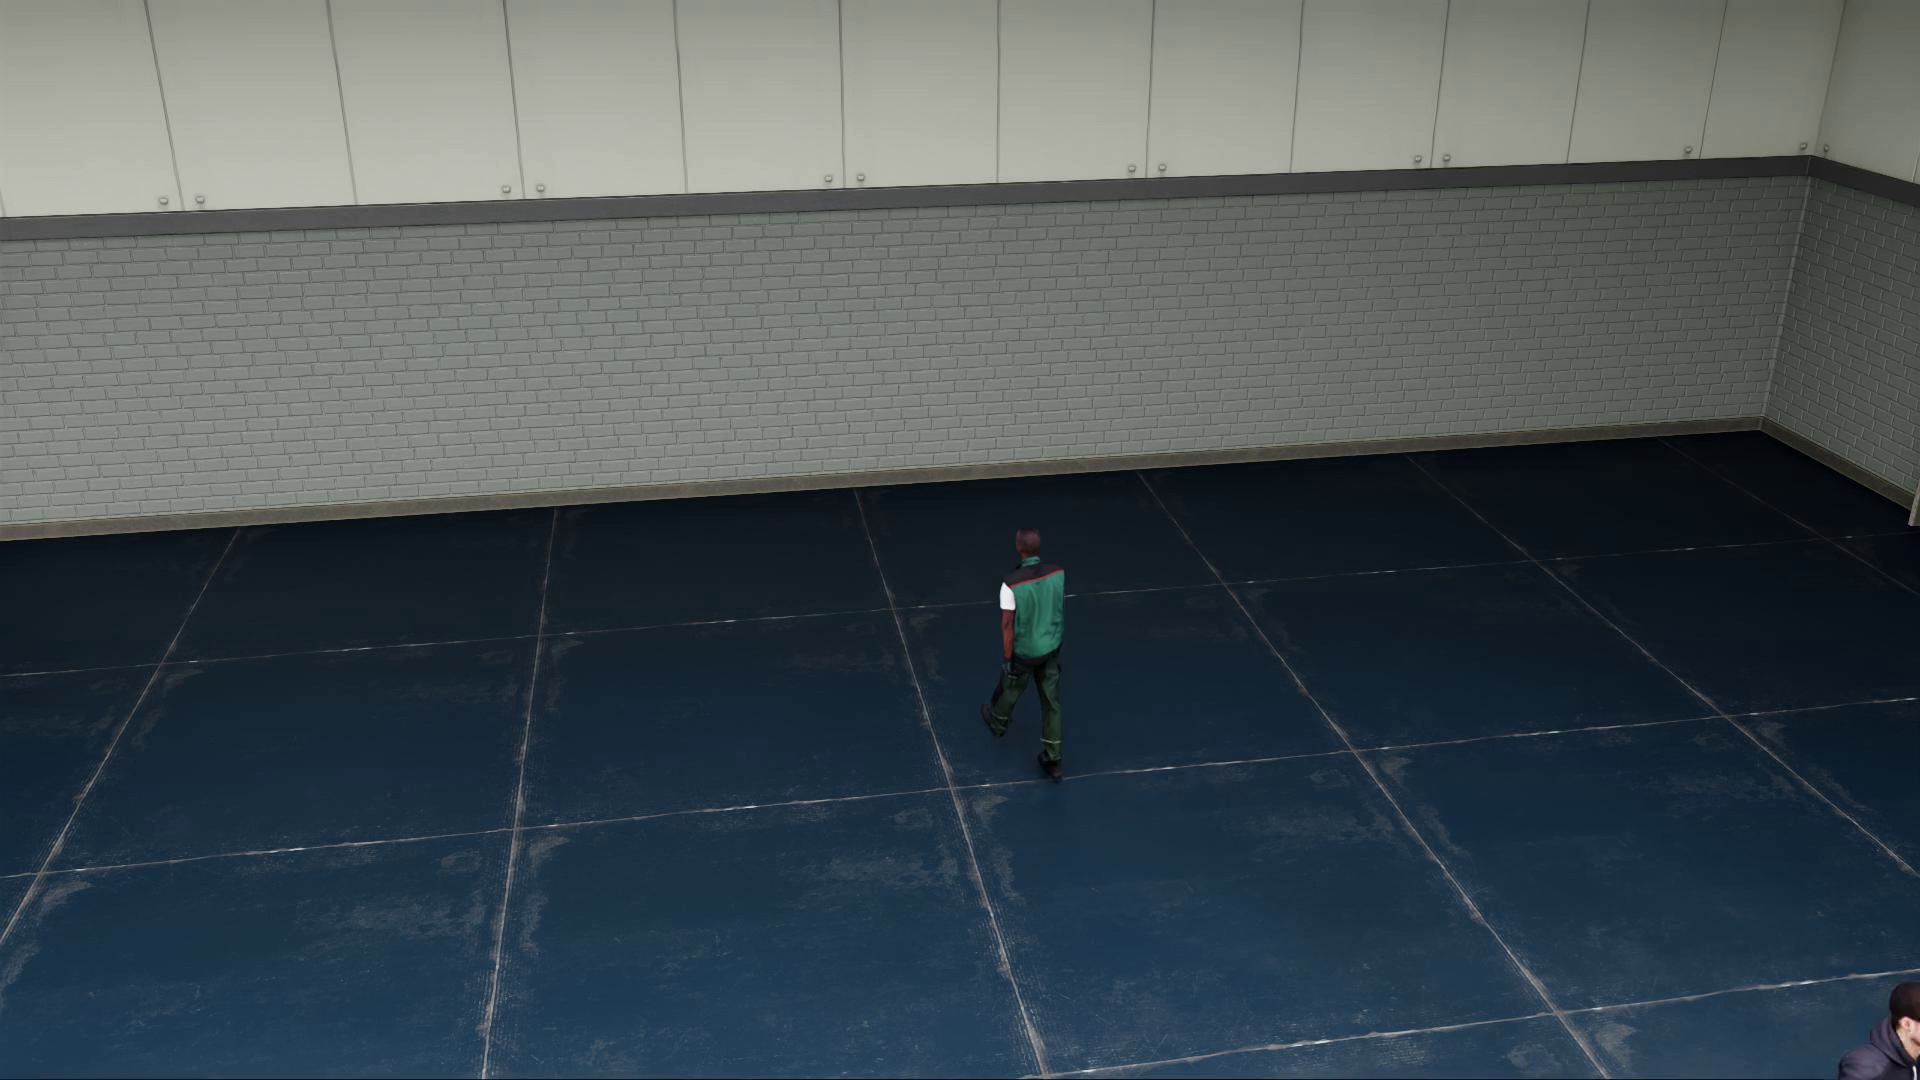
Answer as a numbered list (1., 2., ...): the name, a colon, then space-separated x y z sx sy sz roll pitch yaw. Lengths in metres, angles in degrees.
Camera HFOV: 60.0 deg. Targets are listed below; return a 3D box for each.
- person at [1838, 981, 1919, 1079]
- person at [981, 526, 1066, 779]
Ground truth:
1. person: 3.836 2.655 7.253 0.950 1.852 1.309 -12 26 -25
2. person: 0.570 0.823 11.646 0.901 1.787 1.233 -10 25 -22
